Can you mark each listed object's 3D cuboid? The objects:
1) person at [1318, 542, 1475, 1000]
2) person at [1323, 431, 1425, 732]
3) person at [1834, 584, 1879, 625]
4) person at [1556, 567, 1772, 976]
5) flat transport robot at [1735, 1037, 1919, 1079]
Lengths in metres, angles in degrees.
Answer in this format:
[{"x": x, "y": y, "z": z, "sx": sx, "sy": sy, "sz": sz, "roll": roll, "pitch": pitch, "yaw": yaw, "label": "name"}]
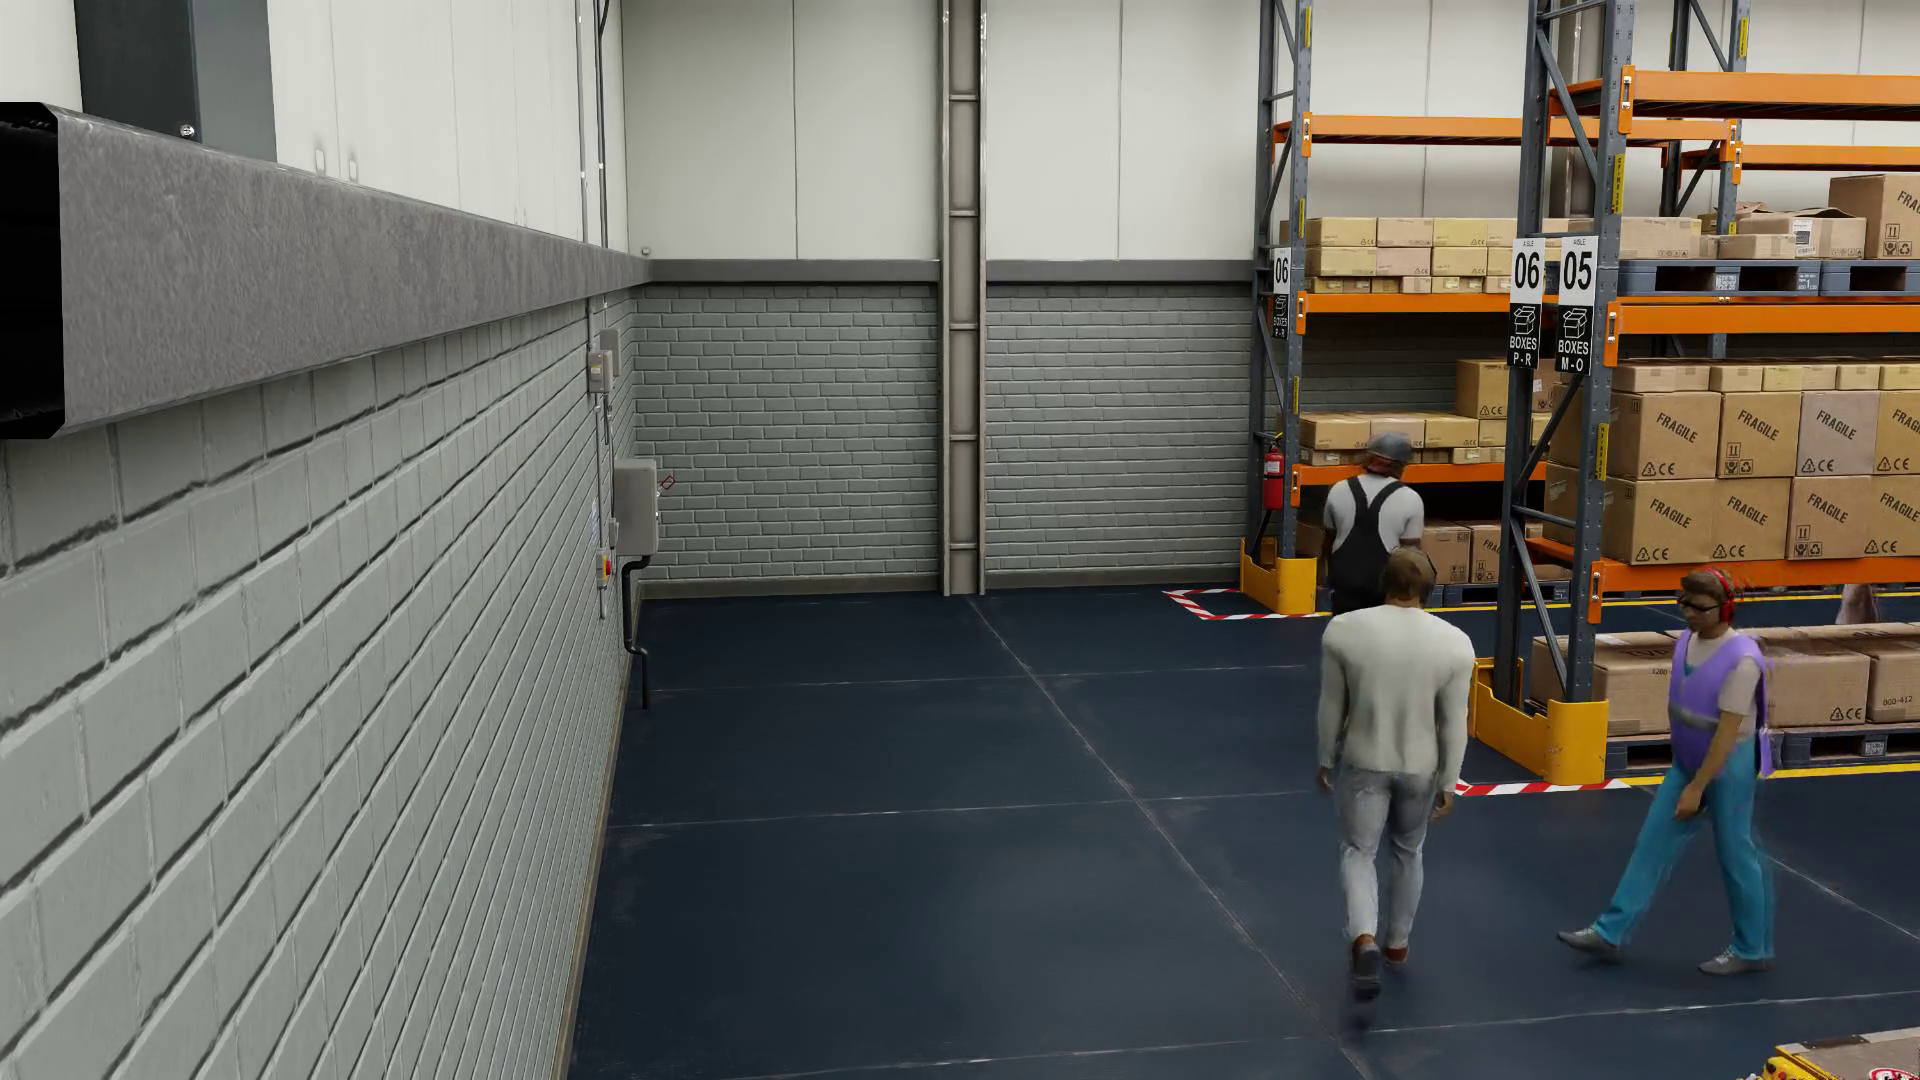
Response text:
[{"x": 1.812, "y": 0.962, "z": 6.981, "sx": 0.629, "sy": 1.908, "sz": 0.822, "roll": 2, "pitch": 9, "yaw": 13, "label": "person"}, {"x": 2.749, "y": 0.237, "z": 11.034, "sx": 0.745, "sy": 2.000, "sz": 0.790, "roll": 6, "pitch": 11, "yaw": 32, "label": "person"}, {"x": 6.635, "y": 0.054, "z": 12.410, "sx": 1.014, "sy": 1.947, "sz": 0.608, "roll": -3, "pitch": 10, "yaw": -17, "label": "person"}, {"x": 3.072, "y": 1.007, "z": 7.071, "sx": 0.930, "sy": 1.790, "sz": 0.556, "roll": -2, "pitch": 9, "yaw": -9, "label": "person"}, {"x": 3.468, "y": 1.961, "z": 5.847, "sx": 1.431, "sy": 0.197, "sz": 0.652, "roll": -2, "pitch": 9, "yaw": -14, "label": "flat transport robot"}]
